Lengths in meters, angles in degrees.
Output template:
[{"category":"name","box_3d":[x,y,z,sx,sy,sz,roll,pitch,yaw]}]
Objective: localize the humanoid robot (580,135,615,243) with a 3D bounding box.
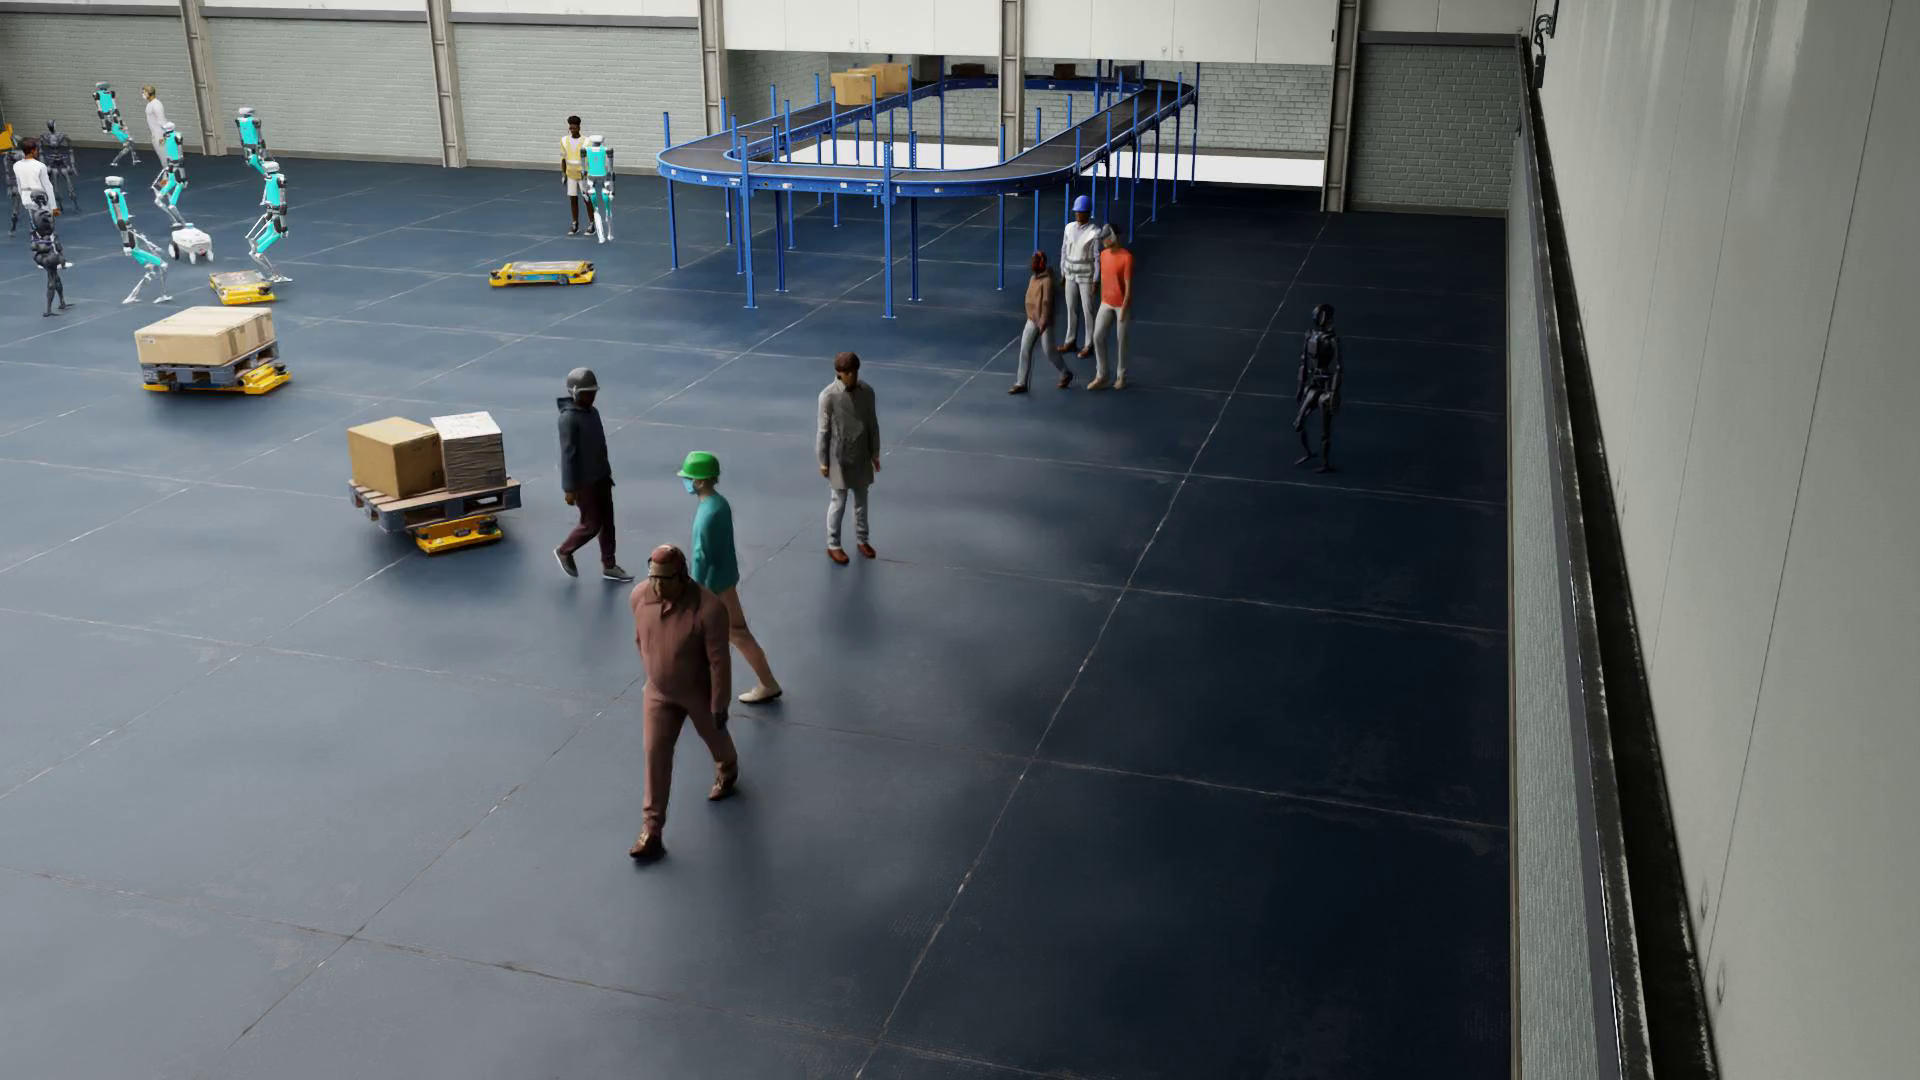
[{"category":"humanoid robot","box_3d":[-5.781,-5.600,26.808,0.550,1.890,0.785,-1,21,-3]}]

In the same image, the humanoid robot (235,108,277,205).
[{"category":"humanoid robot","box_3d":[-12.628,-6.946,30.160,0.546,1.796,0.717,9,23,22]}]

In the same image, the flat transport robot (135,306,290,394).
[{"category":"flat transport robot","box_3d":[-8.496,-1.855,18.989,1.431,0.231,0.659,2,21,5]}]

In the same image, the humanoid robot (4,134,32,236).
[{"category":"humanoid robot","box_3d":[-15.488,-5.833,27.361,0.468,1.647,0.596,9,23,23]}]

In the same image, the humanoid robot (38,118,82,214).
[{"category":"humanoid robot","box_3d":[-15.878,-6.584,29.290,0.588,1.641,0.336,-8,23,-21]}]

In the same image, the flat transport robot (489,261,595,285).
[{"category":"flat transport robot","box_3d":[-6.086,-3.888,24.261,1.431,0.231,0.659,-2,21,-5]}]

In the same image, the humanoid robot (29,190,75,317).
[{"category":"humanoid robot","box_3d":[-12.177,-3.846,22.205,0.600,1.640,0.573,12,24,29]}]

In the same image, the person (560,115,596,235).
[{"category":"person","box_3d":[-6.286,-6.017,27.443,0.603,1.958,0.371,5,22,13]}]

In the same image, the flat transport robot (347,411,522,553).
[{"category":"flat transport robot","box_3d":[-4.645,-0.229,14.771,0.659,0.231,1.431,-15,26,-33]}]

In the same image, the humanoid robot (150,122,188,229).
[{"category":"humanoid robot","box_3d":[-13.274,-6.044,27.825,0.536,1.816,0.675,18,28,39]}]

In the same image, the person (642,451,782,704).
[{"category":"person","box_3d":[-1.696,0.281,11.285,0.972,1.819,0.529,-3,21,-7]}]

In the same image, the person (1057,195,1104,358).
[{"category":"person","box_3d":[1.461,-3.185,20.105,0.604,1.951,0.381,18,27,39]}]

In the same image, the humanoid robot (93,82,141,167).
[{"category":"humanoid robot","box_3d":[-17.313,-8.545,34.377,1.019,1.776,0.532,6,22,14]}]

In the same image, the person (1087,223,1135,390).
[{"category":"person","box_3d":[1.683,-2.596,18.693,0.478,1.874,0.712,14,25,31]}]

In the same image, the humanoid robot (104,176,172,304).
[{"category":"humanoid robot","box_3d":[-11.203,-4.110,22.843,0.879,1.788,0.580,-9,23,-21]}]

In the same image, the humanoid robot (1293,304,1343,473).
[{"category":"humanoid robot","box_3d":[3.475,-1.448,15.973,0.343,1.651,0.601,-11,24,-26]}]

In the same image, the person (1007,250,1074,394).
[{"category":"person","box_3d":[0.934,-2.447,18.641,0.785,1.618,0.463,-14,25,-32]}]

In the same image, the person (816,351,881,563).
[{"category":"person","box_3d":[-0.923,-0.697,13.832,0.537,1.823,0.379,-13,25,-31]}]

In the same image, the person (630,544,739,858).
[{"category":"person","box_3d":[-1.616,0.852,9.784,0.657,1.834,1.088,6,22,16]}]

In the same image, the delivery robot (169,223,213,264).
[{"category":"delivery robot","box_3d":[-11.868,-4.579,25.684,0.798,0.614,0.499,20,28,41]}]

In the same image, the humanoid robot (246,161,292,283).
[{"category":"humanoid robot","box_3d":[-9.867,-4.484,23.580,0.533,1.677,0.735,19,28,41]}]

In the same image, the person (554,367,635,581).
[{"category":"person","box_3d":[-2.991,-0.509,13.363,0.598,1.796,0.592,7,22,18]}]

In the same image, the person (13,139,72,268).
[{"category":"person","box_3d":[-13.803,-5.024,24.921,0.592,1.917,0.393,6,22,15]}]

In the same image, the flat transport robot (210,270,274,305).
[{"category":"flat transport robot","box_3d":[-10.121,-3.562,23.416,0.659,0.231,1.431,-12,24,-27]}]

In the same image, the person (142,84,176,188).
[{"category":"person","box_3d":[-15.438,-7.782,32.043,0.363,1.938,0.630,-13,25,-31]}]
